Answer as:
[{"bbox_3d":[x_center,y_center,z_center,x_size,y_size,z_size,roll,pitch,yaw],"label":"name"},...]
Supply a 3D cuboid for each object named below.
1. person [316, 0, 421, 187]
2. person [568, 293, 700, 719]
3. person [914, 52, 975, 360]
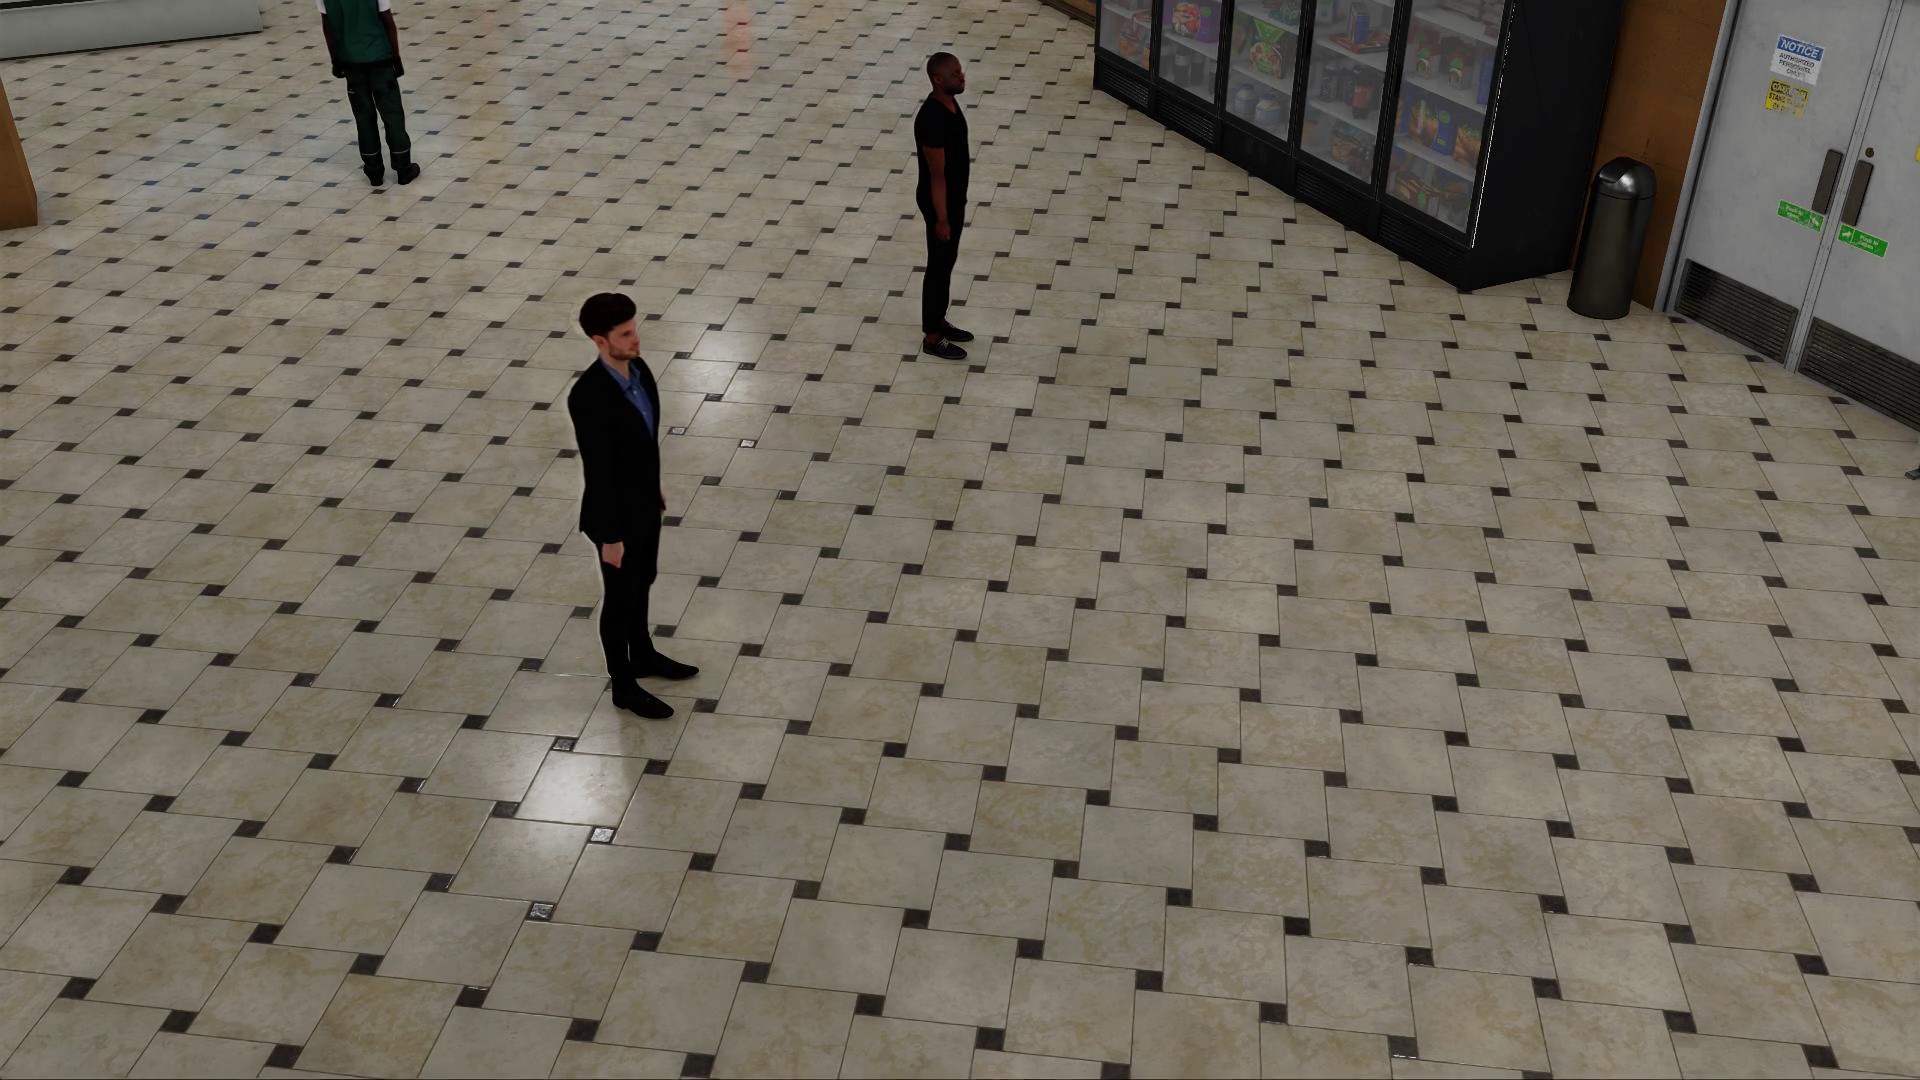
[{"bbox_3d":[-4.405,-3.554,12.364,0.667,1.839,0.820,-3,32,-5],"label":"person"},{"bbox_3d":[-1.378,-0.149,6.843,0.815,1.891,0.786,7,33,11],"label":"person"},{"bbox_3d":[-0.105,-1.981,9.855,0.769,1.820,0.750,6,32,9],"label":"person"}]
